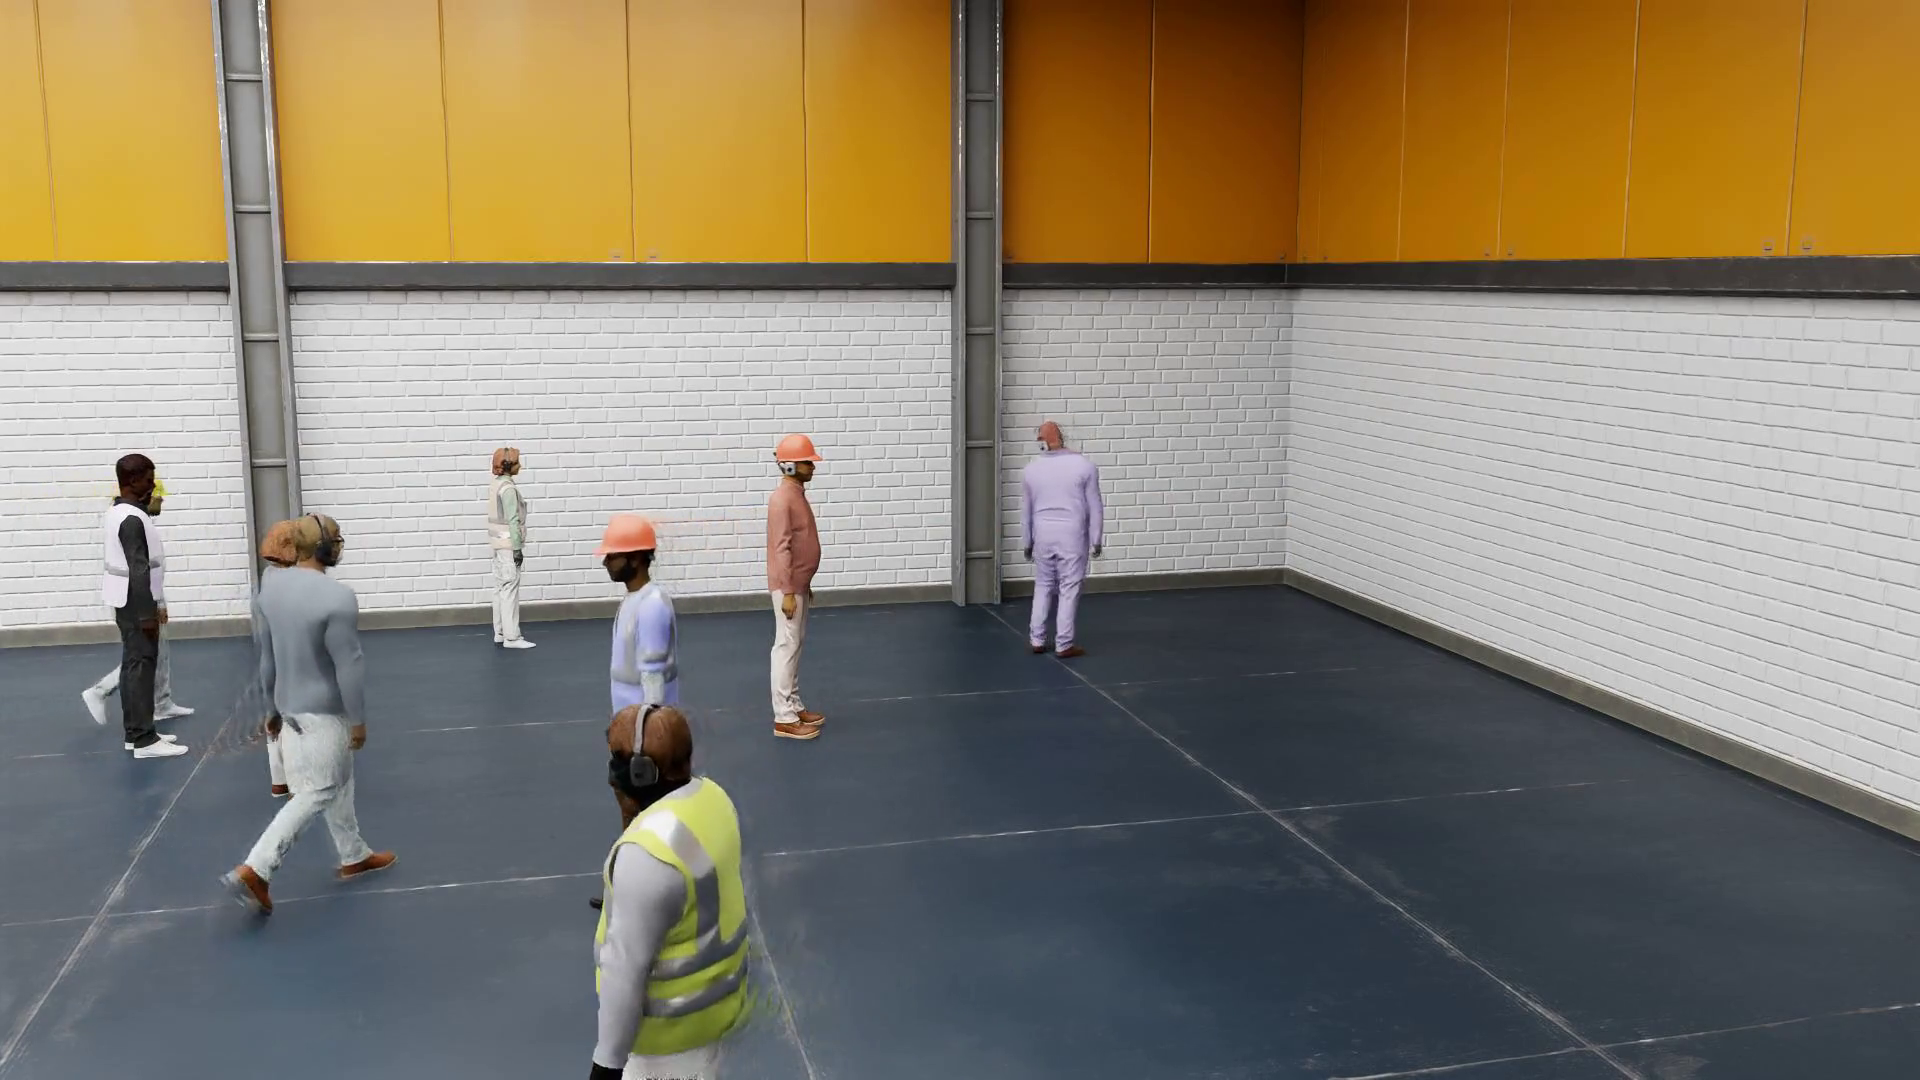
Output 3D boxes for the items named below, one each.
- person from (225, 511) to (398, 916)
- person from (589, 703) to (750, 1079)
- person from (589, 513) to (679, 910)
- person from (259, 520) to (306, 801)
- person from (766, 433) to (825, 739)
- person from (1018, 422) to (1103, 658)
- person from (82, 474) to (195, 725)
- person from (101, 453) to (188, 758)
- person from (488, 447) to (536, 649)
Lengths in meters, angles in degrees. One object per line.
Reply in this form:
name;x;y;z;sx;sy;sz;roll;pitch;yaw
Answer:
person;-3.152;0.814;7.993;0.629;1.906;0.911;6;11;34
person;-0.845;1.369;4.786;0.462;1.827;0.645;1;9;5
person;-1.453;0.820;7.906;0.601;1.917;0.556;-4;10;-21
person;-3.845;0.697;9.558;0.283;1.633;0.501;-8;12;-41
person;-1.085;0.293;10.952;0.378;1.996;0.610;1;9;4
person;0.797;0.007;13.153;0.683;1.881;0.399;4;10;24
person;-5.521;0.406;11.084;0.624;1.716;0.499;-6;11;-33
person;-5.177;0.411;10.469;0.393;1.916;0.591;-6;11;-34
person;-3.662;0.064;13.494;0.307;1.639;0.525;-5;11;-30
